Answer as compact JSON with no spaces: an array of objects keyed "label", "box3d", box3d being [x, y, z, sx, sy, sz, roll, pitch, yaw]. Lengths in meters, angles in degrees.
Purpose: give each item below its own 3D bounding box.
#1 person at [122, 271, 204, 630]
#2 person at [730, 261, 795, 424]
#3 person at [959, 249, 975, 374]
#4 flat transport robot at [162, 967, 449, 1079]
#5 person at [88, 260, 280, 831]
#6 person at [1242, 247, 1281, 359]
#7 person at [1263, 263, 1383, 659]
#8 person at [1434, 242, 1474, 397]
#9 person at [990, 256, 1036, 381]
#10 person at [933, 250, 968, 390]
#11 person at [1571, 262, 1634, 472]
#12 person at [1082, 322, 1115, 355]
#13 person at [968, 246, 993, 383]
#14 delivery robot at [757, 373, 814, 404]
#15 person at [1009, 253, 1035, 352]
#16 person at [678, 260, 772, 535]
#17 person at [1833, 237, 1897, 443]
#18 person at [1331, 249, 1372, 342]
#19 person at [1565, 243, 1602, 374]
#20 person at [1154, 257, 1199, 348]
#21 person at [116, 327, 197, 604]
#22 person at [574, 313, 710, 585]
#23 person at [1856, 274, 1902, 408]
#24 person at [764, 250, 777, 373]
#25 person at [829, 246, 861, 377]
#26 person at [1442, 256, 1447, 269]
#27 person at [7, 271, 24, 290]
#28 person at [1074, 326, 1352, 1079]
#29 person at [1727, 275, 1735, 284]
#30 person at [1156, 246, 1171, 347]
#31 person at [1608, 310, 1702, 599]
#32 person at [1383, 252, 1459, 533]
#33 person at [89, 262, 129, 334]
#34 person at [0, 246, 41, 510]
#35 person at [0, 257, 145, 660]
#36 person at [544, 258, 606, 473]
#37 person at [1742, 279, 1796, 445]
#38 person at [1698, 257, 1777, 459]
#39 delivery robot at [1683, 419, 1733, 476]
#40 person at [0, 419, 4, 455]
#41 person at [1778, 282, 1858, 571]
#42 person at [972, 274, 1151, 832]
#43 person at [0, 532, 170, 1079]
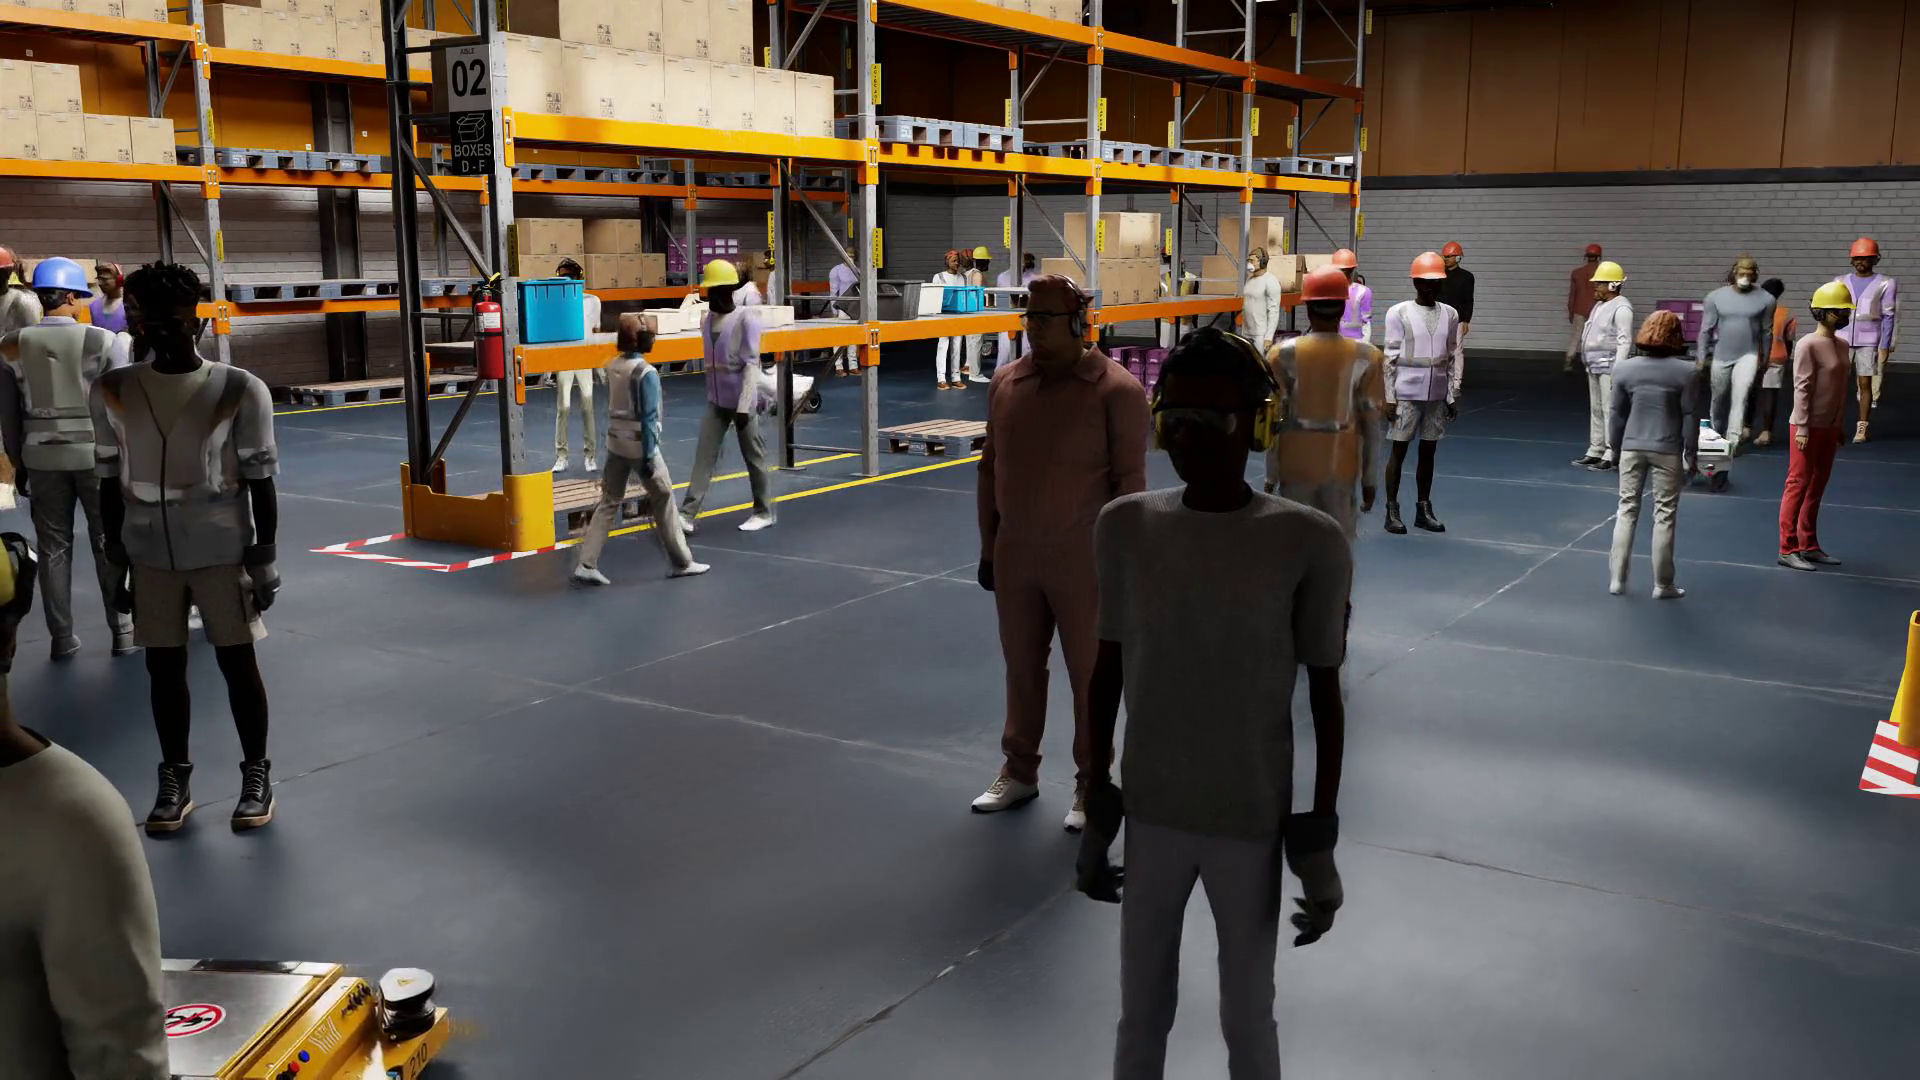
[{"label":"person","box3d":[-3.997,-0.436,8.499,0.634,1.873,0.523,9,14,42]},{"label":"person","box3d":[-2.239,-2.178,18.376,0.807,1.806,0.670,-3,11,-17]},{"label":"person","box3d":[0.155,-3.454,25.200,0.361,1.886,0.574,-3,11,-15]},{"label":"flat transport robot","box3d":[-2.010,1.202,3.877,1.431,0.197,0.652,1,10,3]},{"label":"person","box3d":[-2.628,0.034,5.689,0.598,1.958,0.371,-1,10,-3]},{"label":"person","box3d":[3.308,-2.268,18.480,0.373,1.940,0.627,-4,11,-21]},{"label":"person","box3d":[1.696,-0.334,7.824,0.548,1.920,0.671,1,10,8]},{"label":"person","box3d":[6.334,-2.848,21.536,0.378,1.996,0.610,-9,14,-41]},{"label":"person","box3d":[0.736,-2.984,22.673,0.655,1.850,0.995,4,11,19]},{"label":"person","box3d":[-0.111,-2.977,22.566,0.572,1.883,0.356,-7,13,-36]},{"label":"person","box3d":[5.661,-1.516,14.606,0.403,1.833,0.591,0,10,-2]},{"label":"person","box3d":[1.729,-2.844,21.717,0.631,1.947,1.038,2,10,12]},{"label":"person","box3d":[0.283,-3.208,23.719,0.368,1.928,0.585,-1,10,-8]},{"label":"delivery robot","box3d":[-2.047,-1.788,19.398,0.477,0.478,0.707,9,14,41]},{"label":"person","box3d":[1.111,-4.243,29.837,0.914,1.799,0.630,1,10,7]},{"label":"person","box3d":[-1.635,-0.950,11.324,0.616,1.876,0.960,8,13,39]},{"label":"person","box3d":[8.965,-1.984,16.615,0.608,2.045,0.390,10,14,44]},{"label":"person","box3d":[3.769,-1.894,16.421,0.548,1.934,0.375,5,12,27]},{"label":"person","box3d":[9.358,-3.416,24.732,0.635,1.976,0.755,9,14,42]},{"label":"person","box3d":[2.990,-3.031,23.004,0.626,1.836,0.429,0,10,1]},{"label":"person","box3d":[-4.384,-0.521,9.061,0.351,1.846,0.506,0,10,2]},{"label":"person","box3d":[-1.923,-0.528,9.786,0.850,1.600,0.523,-10,14,-44]},{"label":"person","box3d":[11.120,-2.424,20.210,0.511,1.620,0.526,5,12,28]},{"label":"person","box3d":[-2.823,-3.468,25.331,0.308,1.867,0.543,-2,10,-10]},{"label":"person","box3d":[-1.654,-3.399,24.764,0.627,1.934,0.370,-8,13,-38]},{"label":"person","box3d":[6.777,-3.067,23.195,0.589,1.834,0.403,0,10,-1]},{"label":"person","box3d":[-8.803,-1.635,15.455,0.525,1.769,0.308,10,14,43]},{"label":"person","box3d":[0.462,0.539,3.114,0.520,1.873,0.335,5,11,25]},{"label":"person","box3d":[11.285,-3.151,24.246,0.507,1.621,0.371,-10,14,-44]},{"label":"person","box3d":[3.629,-4.192,29.173,0.543,1.928,0.371,4,11,23]},{"label":"person","box3d":[3.906,-0.467,9.408,0.511,1.647,0.398,9,14,41]},{"label":"person","box3d":[3.194,-1.010,11.508,0.543,1.939,0.360,-2,10,-13]},{"label":"person","box3d":[-7.118,-1.440,14.160,0.571,1.840,0.373,3,11,16]},{"label":"person","box3d":[-7.081,-1.241,12.639,0.616,2.012,0.938,4,11,23]},{"label":"person","box3d":[-4.281,-0.385,8.047,0.602,1.940,0.402,-2,10,-10]},{"label":"person","box3d":[-3.366,-1.517,14.515,0.532,1.868,0.310,-2,10,-10]},{"label":"person","box3d":[8.040,-1.776,16.596,0.540,1.620,0.926,3,11,15]},{"label":"person","box3d":[7.369,-1.745,15.805,0.648,1.881,1.088,5,12,28]},{"label":"delivery robot","box3d":[6.066,-0.745,13.617,0.477,0.478,0.707,2,10,10]},{"label":"person","box3d":[-6.251,-0.642,10.330,0.541,1.623,0.461,-5,11,-27]},{"label":"person","box3d":[5.311,-0.699,10.266,0.525,1.769,0.313,-8,13,-36]},{"label":"person","box3d":[0.320,0.043,5.767,0.643,1.908,0.408,7,12,32]},{"label":"person","box3d":[-1.156,0.799,1.988,0.522,1.760,0.331,6,12,29]}]
